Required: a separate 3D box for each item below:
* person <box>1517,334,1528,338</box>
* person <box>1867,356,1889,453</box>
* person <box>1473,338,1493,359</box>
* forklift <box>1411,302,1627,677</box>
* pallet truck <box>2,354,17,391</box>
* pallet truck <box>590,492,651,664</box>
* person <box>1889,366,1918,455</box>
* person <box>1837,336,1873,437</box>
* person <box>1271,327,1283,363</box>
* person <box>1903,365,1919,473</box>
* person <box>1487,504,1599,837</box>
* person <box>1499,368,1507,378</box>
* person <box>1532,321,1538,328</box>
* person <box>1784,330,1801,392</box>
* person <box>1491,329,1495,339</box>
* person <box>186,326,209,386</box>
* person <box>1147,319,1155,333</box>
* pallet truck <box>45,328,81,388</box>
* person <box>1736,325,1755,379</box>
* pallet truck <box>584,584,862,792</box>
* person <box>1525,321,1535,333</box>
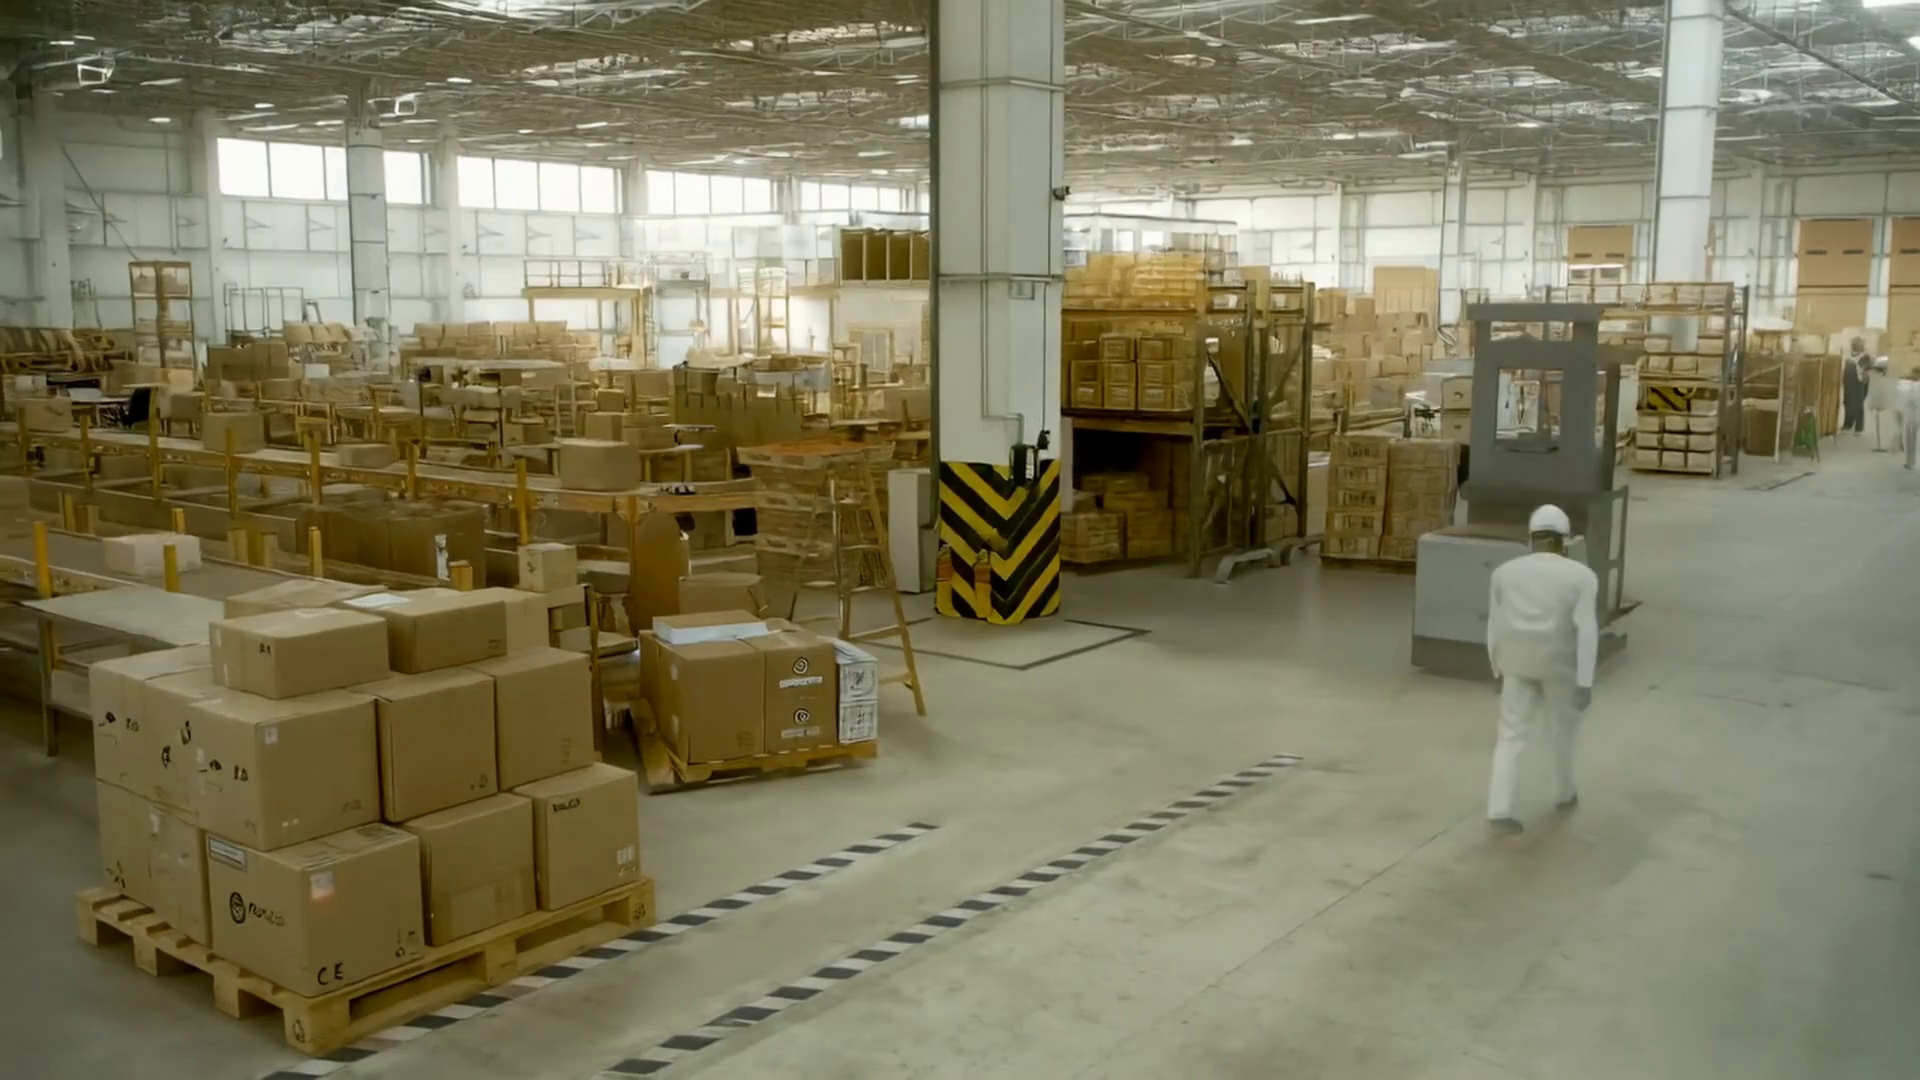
[{"bbox_3d":[13.761,-4.068,40.585,1.015,1.921,0.607,7,11,41],"label":"person"},{"bbox_3d":[16.742,-2.470,30.321,0.346,1.762,0.525,3,9,17],"label":"person"},{"bbox_3d":[16.691,-5.927,53.078,0.551,1.916,0.435,4,9,23],"label":"person"},{"bbox_3d":[4.379,-0.438,12.852,1.129,2.768,1.873,7,11,37],"label":"forklift"},{"bbox_3d":[-24.881,-4.417,42.634,1.885,1.965,0.823,8,11,41],"label":"pallet truck"},{"bbox_3d":[-3.115,0.344,12.883,0.653,1.274,1.630,7,11,37],"label":"pallet truck"},{"bbox_3d":[16.940,-2.319,29.790,0.711,1.604,0.513,-3,9,-16],"label":"person"},{"bbox_3d":[18.034,-3.097,33.592,0.535,2.000,0.685,-1,8,-4],"label":"person"},{"bbox_3d":[9.932,-5.828,52.522,0.972,1.896,0.560,3,9,20],"label":"person"},{"bbox_3d":[15.607,-1.974,27.007,0.520,1.744,0.726,7,11,40],"label":"person"},{"bbox_3d":[3.132,0.698,8.974,0.619,1.758,0.971,6,10,35],"label":"person"},{"bbox_3d":[12.964,-3.886,40.066,0.532,1.697,0.320,-2,9,-14],"label":"person"},{"bbox_3d":[26.273,-9.320,76.214,0.429,1.844,0.626,1,8,3],"label":"person"},{"bbox_3d":[24.377,-5.217,48.616,0.920,1.831,0.514,-1,8,-4],"label":"person"},{"bbox_3d":[13.769,-4.548,43.520,0.372,1.997,0.611,2,9,10],"label":"person"},{"bbox_3d":[-23.529,-5.660,51.343,0.637,1.904,0.403,-4,9,-24],"label":"person"},{"bbox_3d":[7.641,-7.962,66.970,0.594,1.864,0.627,7,11,39],"label":"person"},{"bbox_3d":[-23.775,-4.544,43.495,1.885,1.965,0.823,6,10,35],"label":"pallet truck"},{"bbox_3d":[26.582,-6.367,56.310,0.633,1.840,0.429,1,8,6],"label":"person"},{"bbox_3d":[-1.426,0.805,10.019,1.601,1.201,0.680,-4,9,-26],"label":"pallet truck"},{"bbox_3d":[21.860,-7.524,63.867,0.440,1.920,0.625,-2,9,-14],"label":"person"}]
